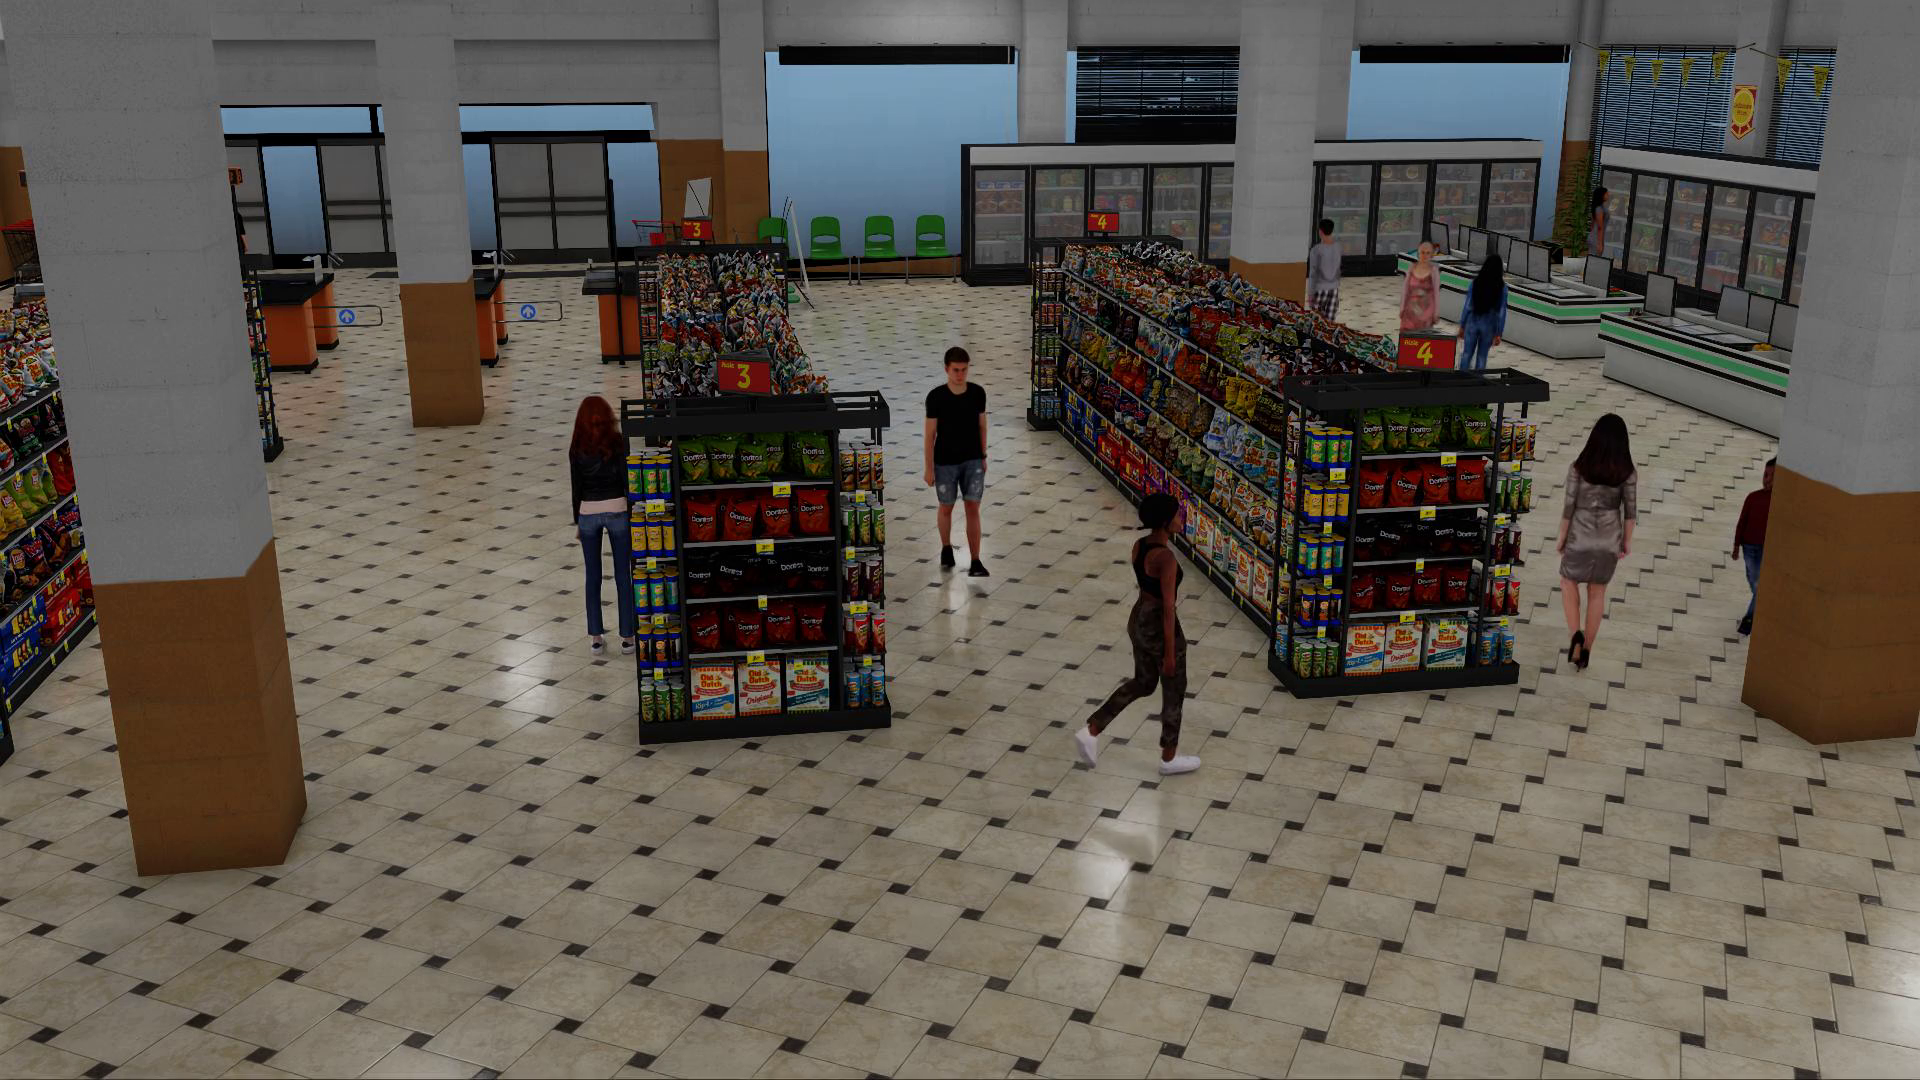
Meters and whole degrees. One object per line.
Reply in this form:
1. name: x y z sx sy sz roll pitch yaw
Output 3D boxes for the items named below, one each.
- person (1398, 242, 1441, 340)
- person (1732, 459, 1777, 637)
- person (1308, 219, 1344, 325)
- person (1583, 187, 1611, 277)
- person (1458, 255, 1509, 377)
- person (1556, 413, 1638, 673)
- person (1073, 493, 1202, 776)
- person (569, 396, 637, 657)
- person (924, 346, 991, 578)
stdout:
1. person: 5.633 -2.808 20.365 0.777 1.675 0.826 7 18 21
2. person: 5.704 0.027 11.775 0.862 1.239 0.887 -16 23 -42
3. person: 4.707 -3.153 21.231 0.686 1.831 0.949 -5 18 -17
4. person: 10.097 -4.706 26.431 0.711 1.781 0.573 2 17 7
5. person: 5.892 -2.350 18.822 0.857 1.695 0.920 8 19 24
6. person: 4.126 0.055 10.832 0.758 1.735 0.816 5 18 15
7. person: 1.009 0.557 9.272 0.762 1.680 0.988 -6 18 -19
8. person: -2.405 -0.099 11.246 0.613 1.789 0.573 0 17 0
9. person: -0.026 -0.623 12.948 0.701 1.803 1.049 -4 17 -13
